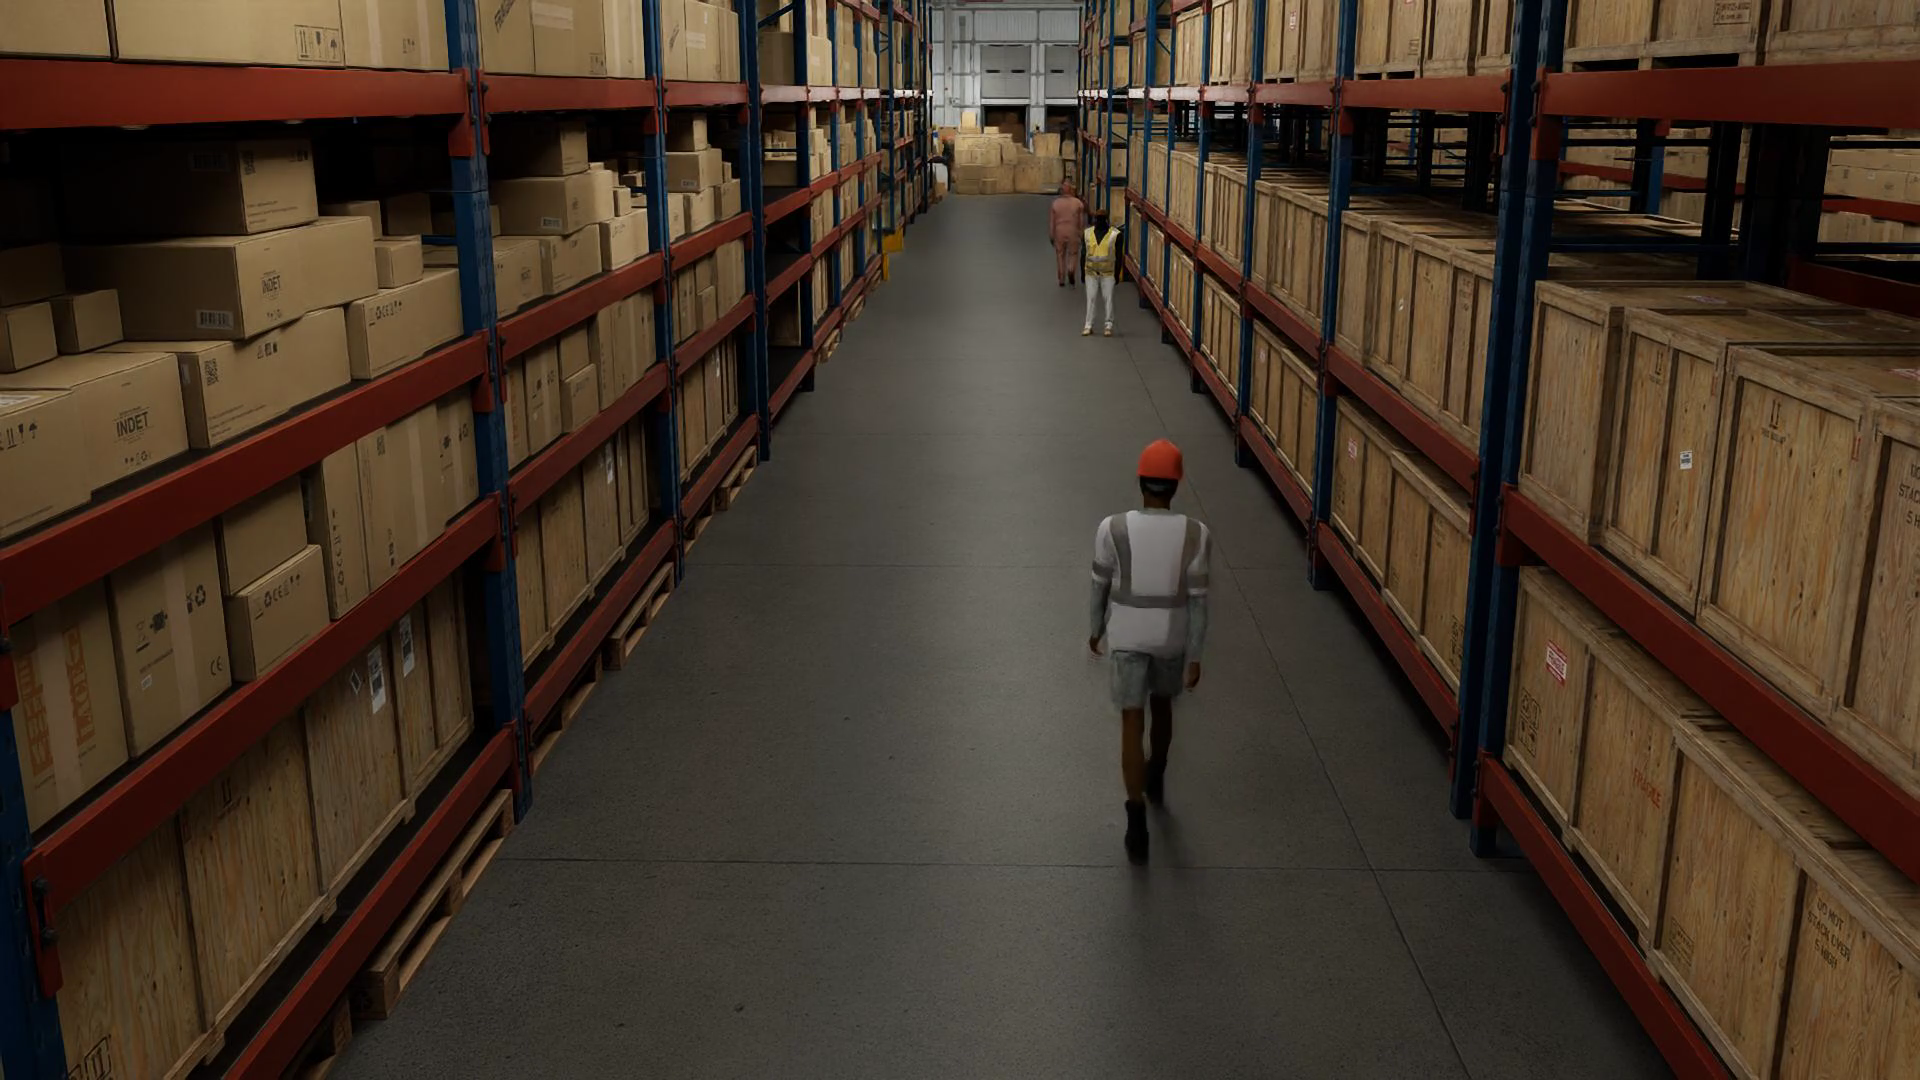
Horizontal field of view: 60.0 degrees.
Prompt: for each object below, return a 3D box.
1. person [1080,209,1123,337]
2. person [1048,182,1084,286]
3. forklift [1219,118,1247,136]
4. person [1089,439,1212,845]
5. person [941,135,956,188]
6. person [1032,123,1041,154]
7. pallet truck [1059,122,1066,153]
[{"bbox_3d":[2.041,-3.885,24.211,0.628,1.846,0.429,5,16,19],"label":"person"},{"bbox_3d":[1.950,-5.609,30.543,0.669,1.885,0.462,2,15,7],"label":"person"},{"bbox_3d":[7.115,-9.618,43.577,1.873,2.768,1.129,13,20,40],"label":"forklift"},{"bbox_3d":[0.908,0.474,7.931,0.551,1.893,0.982,0,15,-1],"label":"person"},{"bbox_3d":[-0.423,-14.152,62.214,0.927,1.959,0.609,-1,15,-3],"label":"person"},{"bbox_3d":[4.055,-20.988,87.713,0.588,1.922,0.390,11,19,36],"label":"person"},{"bbox_3d":[5.788,-21.111,88.014,1.885,1.965,0.823,5,16,18],"label":"pallet truck"}]
